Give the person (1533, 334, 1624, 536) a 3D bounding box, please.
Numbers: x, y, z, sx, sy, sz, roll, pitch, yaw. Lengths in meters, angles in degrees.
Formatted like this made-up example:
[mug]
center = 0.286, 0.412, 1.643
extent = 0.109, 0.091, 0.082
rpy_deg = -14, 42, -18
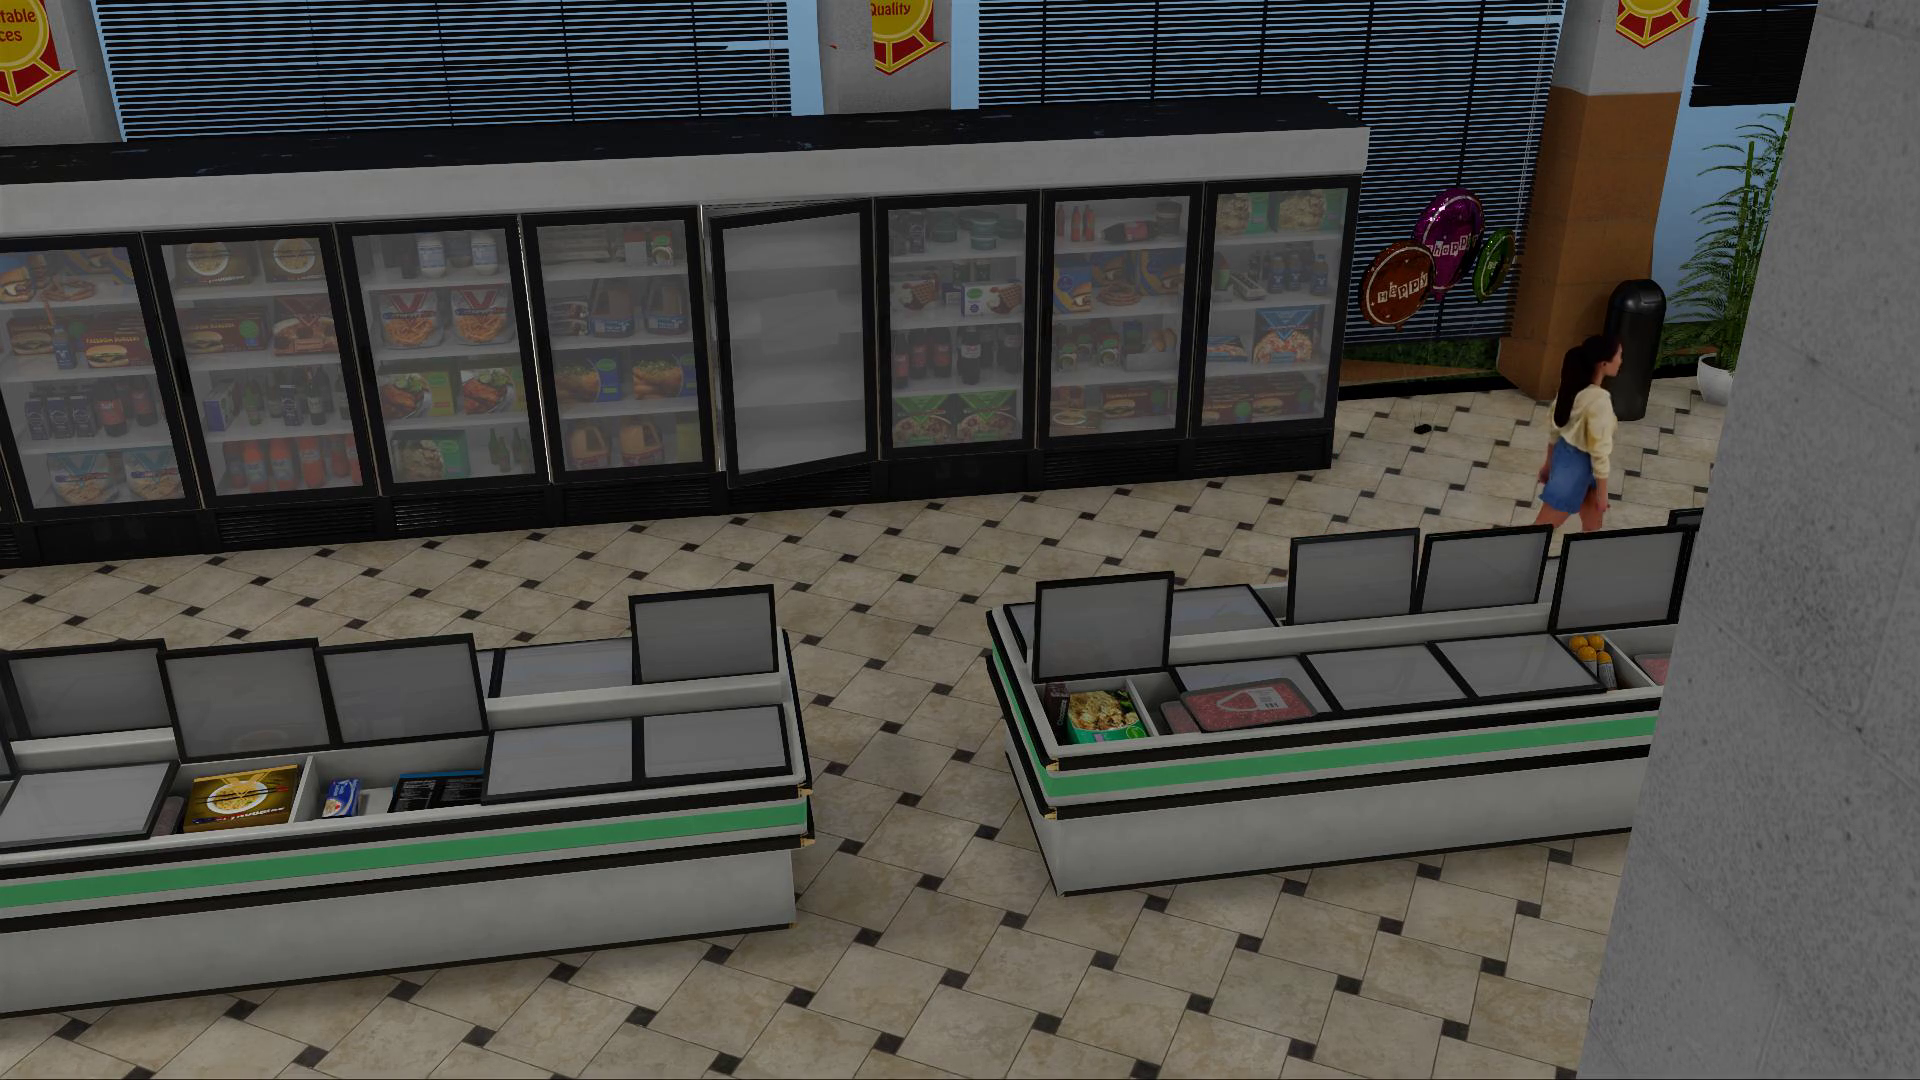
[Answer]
[person]
center = 3.293, -0.333, 9.162
extent = 1.138, 1.587, 0.729
rpy_deg = -3, 27, -5
